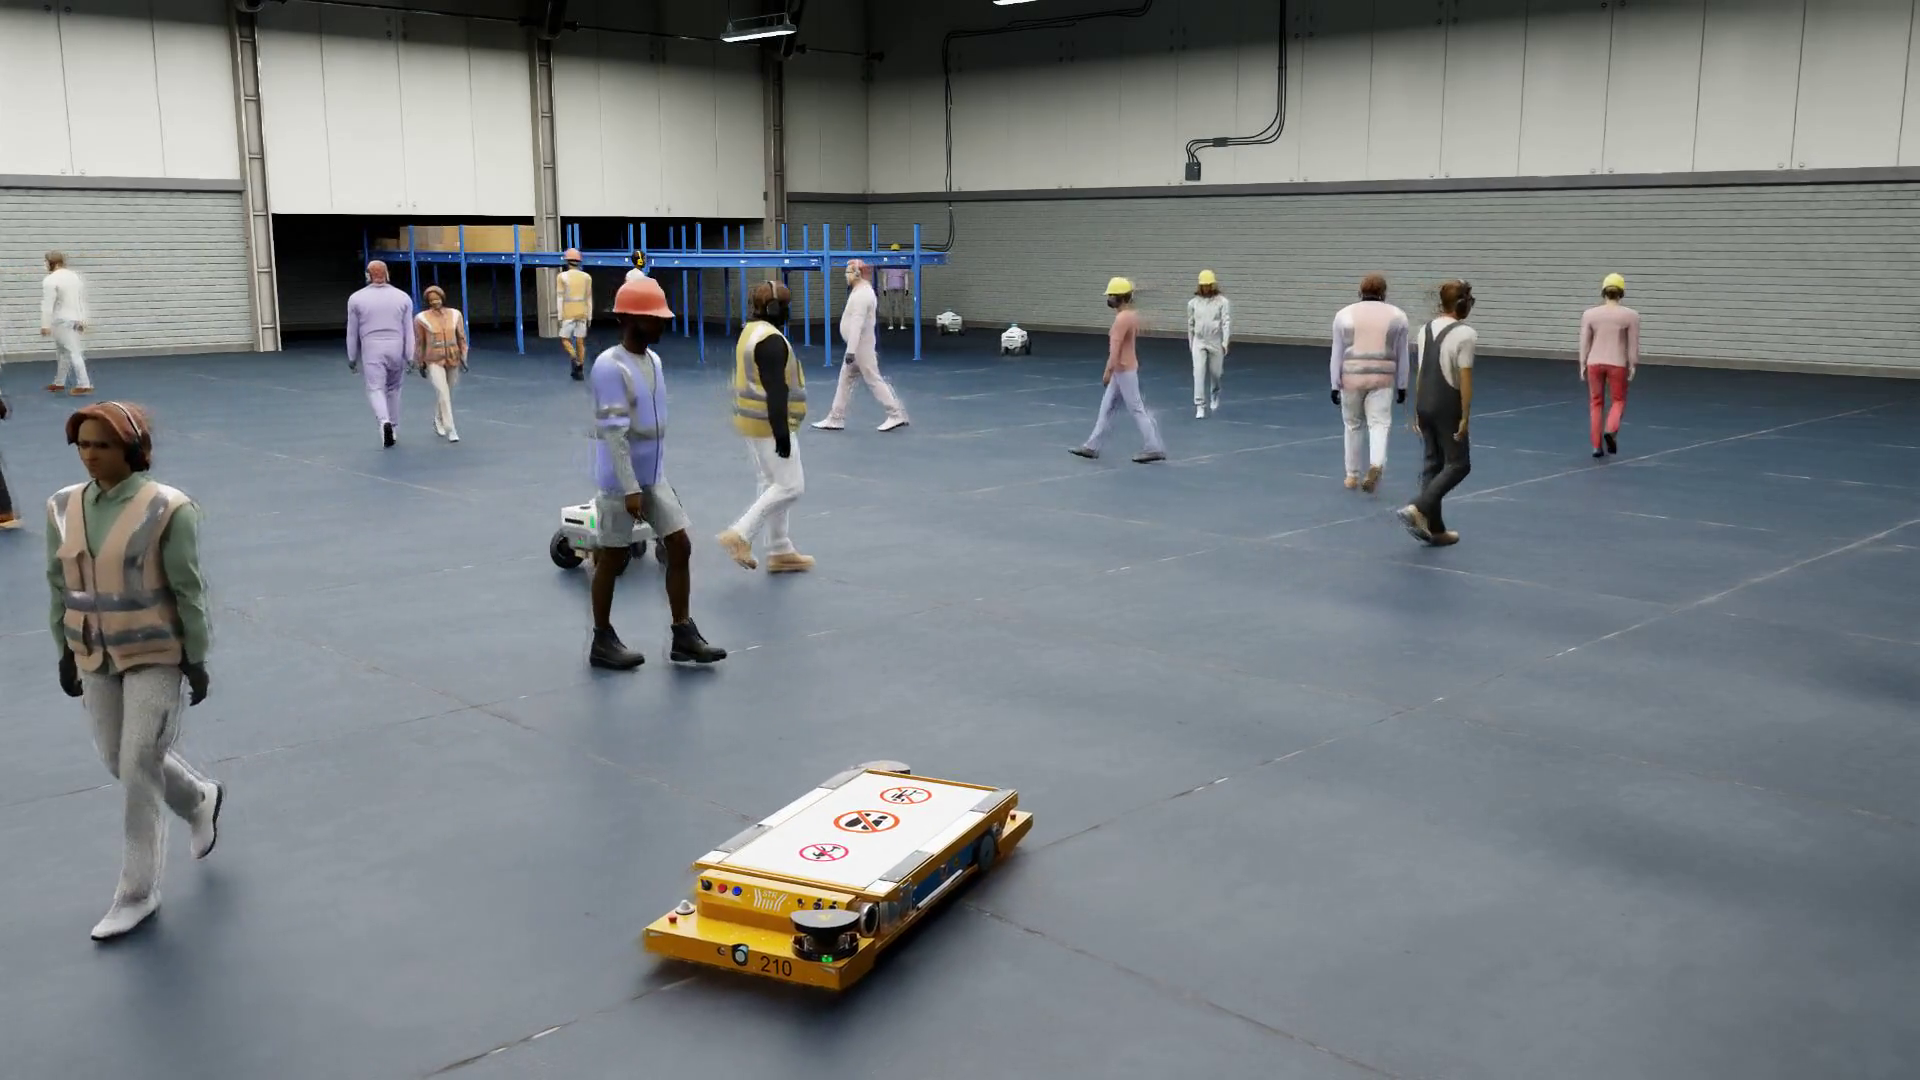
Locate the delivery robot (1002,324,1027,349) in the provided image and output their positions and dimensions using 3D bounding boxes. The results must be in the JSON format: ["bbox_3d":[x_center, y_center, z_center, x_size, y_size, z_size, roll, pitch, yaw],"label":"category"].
[{"bbox_3d":[0.971,-3.599,29.568,0.477,0.478,0.707,2,11,13],"label":"delivery robot"}]

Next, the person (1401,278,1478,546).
[{"bbox_3d":[3.222,-0.850,11.254,0.533,1.833,0.523,-6,12,-29],"label":"person"}]

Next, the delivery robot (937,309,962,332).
[{"bbox_3d":[-0.229,-4.679,35.459,0.477,0.478,0.707,-4,11,-21],"label":"delivery robot"}]

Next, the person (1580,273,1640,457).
[{"bbox_3d":[6.163,-1.656,15.838,0.528,1.758,0.484,6,12,29],"label":"person"}]

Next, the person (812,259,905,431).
[{"bbox_3d":[-1.077,-2.106,18.029,1.016,1.859,0.659,-1,10,-4],"label":"person"}]

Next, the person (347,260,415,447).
[{"bbox_3d":[-5.828,-1.883,16.778,0.644,1.873,0.896,-5,12,-26],"label":"person"}]

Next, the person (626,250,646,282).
[{"bbox_3d":[-5.041,-3.608,26.167,0.327,1.874,0.518,-9,14,-40],"label":"person"}]

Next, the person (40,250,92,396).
[{"bbox_3d":[-11.950,-2.861,21.996,0.892,1.900,0.661,1,10,5],"label":"person"}]

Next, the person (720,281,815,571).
[{"bbox_3d":[-1.197,-0.693,10.374,0.538,1.830,0.648,-3,11,-17],"label":"person"}]

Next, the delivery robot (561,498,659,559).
[{"bbox_3d":[-2.202,-0.137,10.691,0.477,0.478,0.707,8,13,36],"label":"delivery robot"}]

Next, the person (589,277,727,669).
[{"bbox_3d":[-1.496,-0.300,8.037,0.820,1.903,0.560,5,11,23],"label":"person"}]

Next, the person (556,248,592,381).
[{"bbox_3d":[-5.618,-3.293,24.298,0.546,1.926,0.507,-7,12,-33],"label":"person"}]

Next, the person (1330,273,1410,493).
[{"bbox_3d":[3.379,-1.291,13.736,0.642,1.816,0.830,2,11,11],"label":"person"}]

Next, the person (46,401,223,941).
[{"bbox_3d":[-2.571,0.358,5.239,0.522,1.616,0.708,2,11,11],"label":"person"}]

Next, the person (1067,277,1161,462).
[{"bbox_3d":[1.484,-1.588,15.556,0.902,1.712,0.542,2,11,10],"label":"person"}]

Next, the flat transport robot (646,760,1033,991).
[{"bbox_3d":[-0.331,1.027,5.374,0.652,0.197,1.431,5,11,24],"label":"flat transport robot"}]

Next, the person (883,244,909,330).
[{"bbox_3d":[-1.434,-5.660,37.228,0.584,1.918,0.376,0,10,-1],"label":"person"}]

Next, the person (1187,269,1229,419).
[{"bbox_3d":[2.907,-2.313,19.513,0.490,1.718,0.665,2,11,9],"label":"person"}]

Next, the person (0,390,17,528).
[{"bbox_3d":[-7.123,-1.010,11.730,0.659,1.960,0.747,8,13,38],"label":"person"}]

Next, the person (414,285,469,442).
[{"bbox_3d":[-5.419,-1.858,17.341,0.512,1.603,0.808,-7,12,-33],"label":"person"}]
